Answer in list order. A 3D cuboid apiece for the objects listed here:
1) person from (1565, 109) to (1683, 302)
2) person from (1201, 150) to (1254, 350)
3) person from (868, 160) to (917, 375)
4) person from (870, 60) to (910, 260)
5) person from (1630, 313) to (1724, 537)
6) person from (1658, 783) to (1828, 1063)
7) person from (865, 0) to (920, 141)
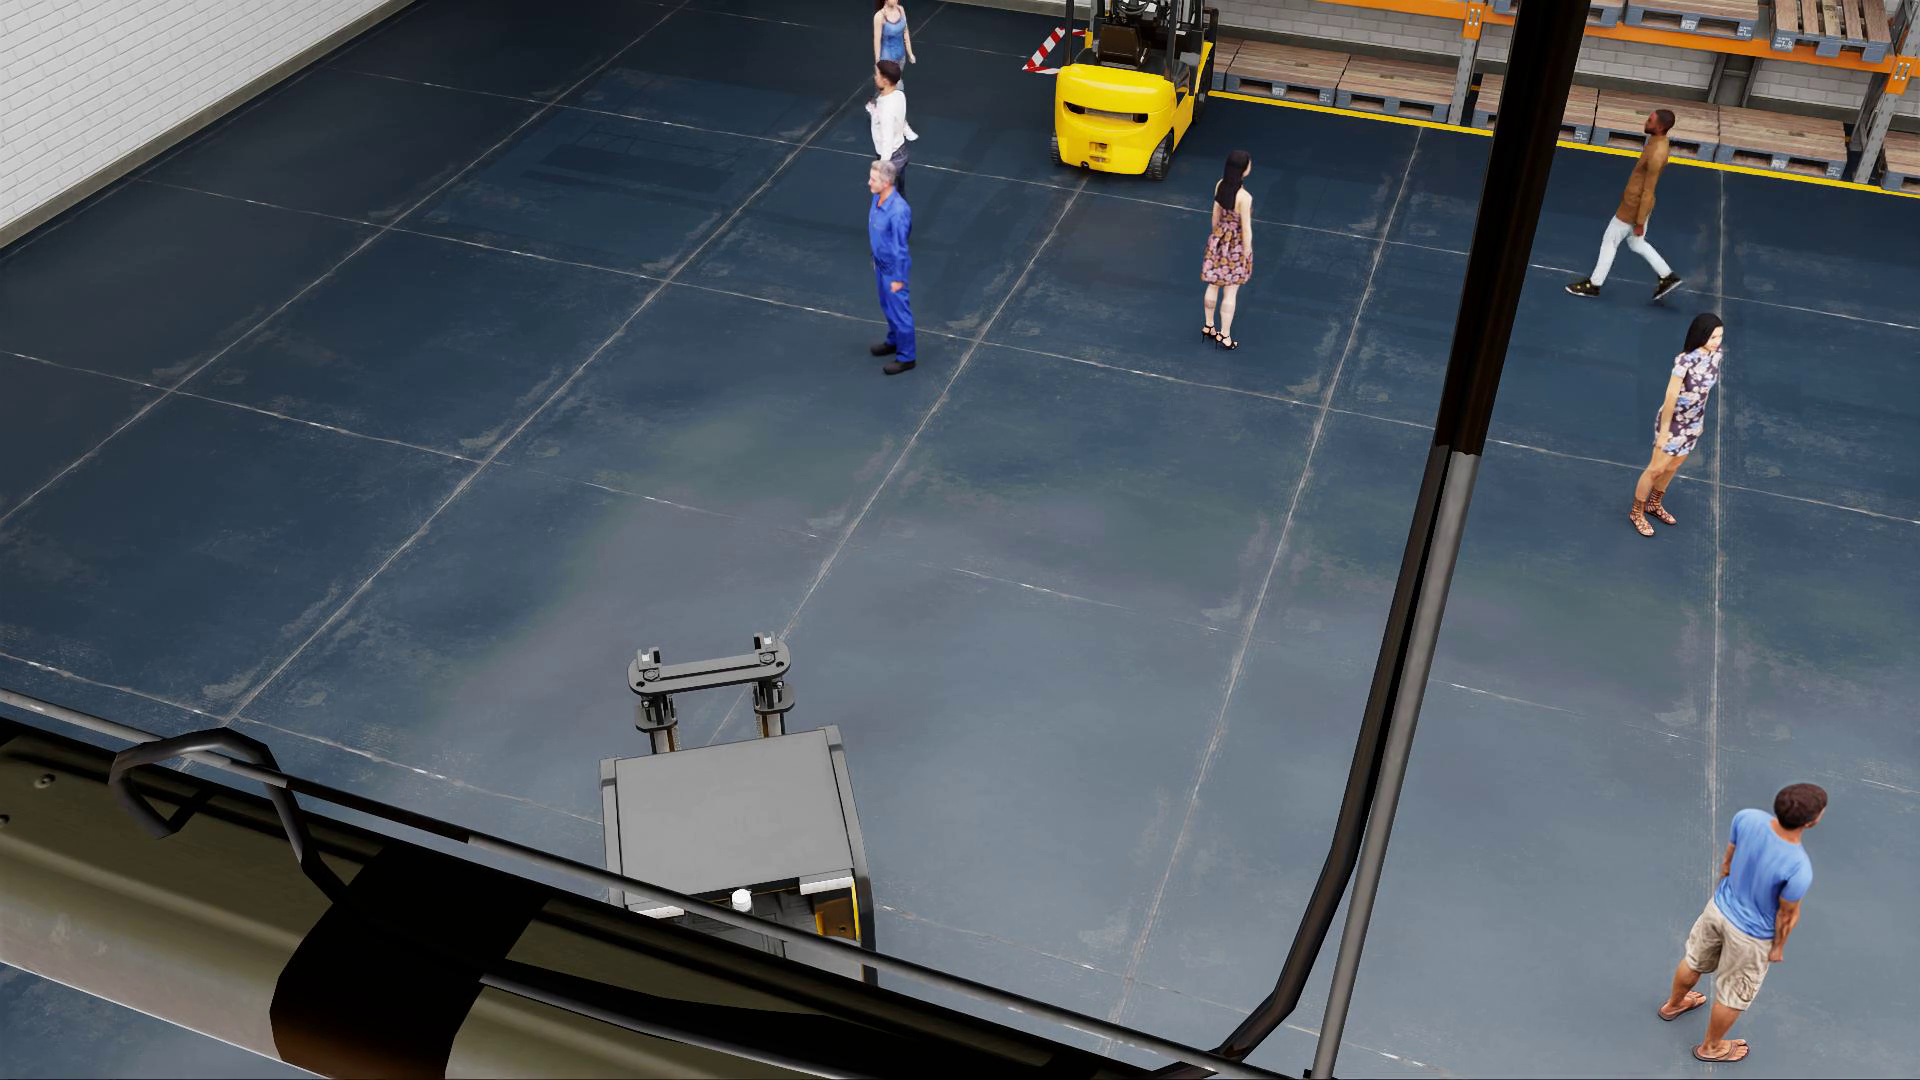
[{"bbox_3d":[5.905,-2.836,14.291,1.166,1.788,0.687,15,41,18],"label":"person"},{"bbox_3d":[2.227,-2.397,13.752,0.863,1.774,0.790,-22,44,-26],"label":"person"},{"bbox_3d":[-0.541,-2.239,13.513,0.819,1.825,0.776,-14,41,-17],"label":"person"},{"bbox_3d":[-0.607,-3.417,14.953,0.593,1.869,0.627,10,40,12],"label":"person"},{"bbox_3d":[5.115,-0.835,11.828,0.669,1.734,0.710,-20,43,-24],"label":"person"},{"bbox_3d":[3.922,1.890,8.312,0.776,1.864,0.734,-13,40,-16],"label":"person"},{"bbox_3d":[-0.742,-4.965,17.122,1.103,1.581,0.797,27,46,29],"label":"person"}]
